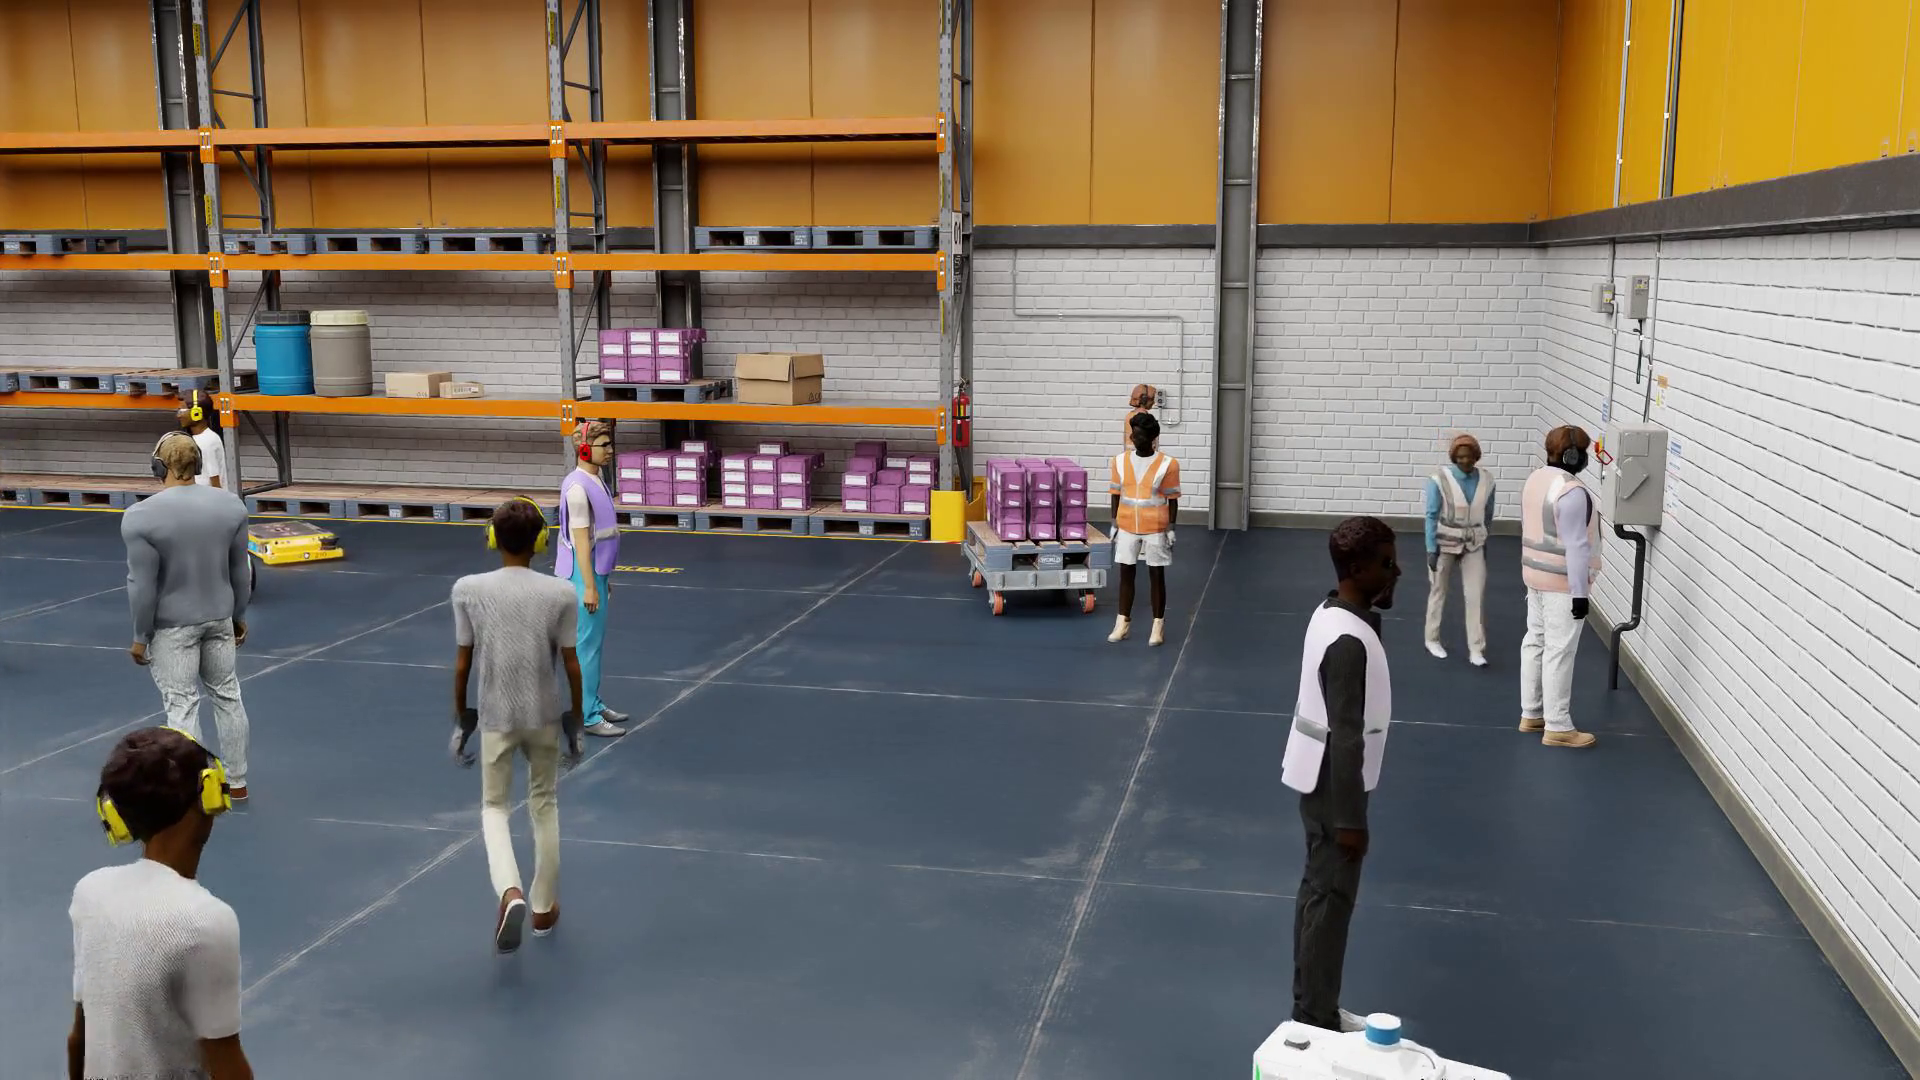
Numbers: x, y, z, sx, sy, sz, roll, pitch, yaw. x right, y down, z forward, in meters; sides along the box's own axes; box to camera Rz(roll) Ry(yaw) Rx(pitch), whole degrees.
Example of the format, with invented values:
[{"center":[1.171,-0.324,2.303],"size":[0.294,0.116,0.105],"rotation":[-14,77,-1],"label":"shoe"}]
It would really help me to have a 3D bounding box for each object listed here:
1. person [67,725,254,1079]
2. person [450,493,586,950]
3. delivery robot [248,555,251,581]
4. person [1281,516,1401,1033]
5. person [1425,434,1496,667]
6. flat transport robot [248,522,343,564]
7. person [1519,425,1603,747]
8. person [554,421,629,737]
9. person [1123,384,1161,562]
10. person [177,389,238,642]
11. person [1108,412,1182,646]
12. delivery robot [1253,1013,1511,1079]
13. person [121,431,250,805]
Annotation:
[{"center":[-1.621,1.300,3.437],"size":[0.548,1.836,0.392],"rotation":[9,13,41],"label":"person"},{"center":[-1.777,0.744,6.679],"size":[0.546,1.847,0.609],"rotation":[-2,10,-14],"label":"person"},{"center":[-6.032,0.168,13.623],"size":[0.477,0.478,0.707],"rotation":[-5,11,-29],"label":"delivery robot"},{"center":[1.313,0.862,5.761],"size":[0.399,1.920,0.590],"rotation":[2,10,10],"label":"person"},{"center":[3.415,0.072,11.366],"size":[0.535,1.601,0.809],"rotation":[-1,10,-7],"label":"person"},{"center":[-6.377,0.006,15.700],"size":[0.652,0.197,1.431],"rotation":[-7,12,-36],"label":"flat transport robot"},{"center":[3.457,0.257,9.577],"size":[0.429,1.844,0.627],"rotation":[-1,10,-6],"label":"person"},{"center":[-2.172,0.222,9.763],"size":[0.390,1.846,0.565],"rotation":[-1,10,-6],"label":"person"},{"center":[1.667,-0.621,15.373],"size":[0.310,1.639,0.514],"rotation":[-4,10,-20],"label":"person"},{"center":[-5.375,-0.147,11.880],"size":[0.325,1.871,0.516],"rotation":[-5,11,-25],"label":"person"},{"center":[1.324,-0.080,12.007],"size":[0.535,1.693,0.322],"rotation":[4,11,25],"label":"person"},{"center":[1.240,1.641,4.902],"size":[0.707,0.478,0.477],"rotation":[6,11,31],"label":"delivery robot"},{"center":[-3.843,0.422,8.307],"size":[0.372,1.940,0.631],"rotation":[7,12,34],"label":"person"}]
